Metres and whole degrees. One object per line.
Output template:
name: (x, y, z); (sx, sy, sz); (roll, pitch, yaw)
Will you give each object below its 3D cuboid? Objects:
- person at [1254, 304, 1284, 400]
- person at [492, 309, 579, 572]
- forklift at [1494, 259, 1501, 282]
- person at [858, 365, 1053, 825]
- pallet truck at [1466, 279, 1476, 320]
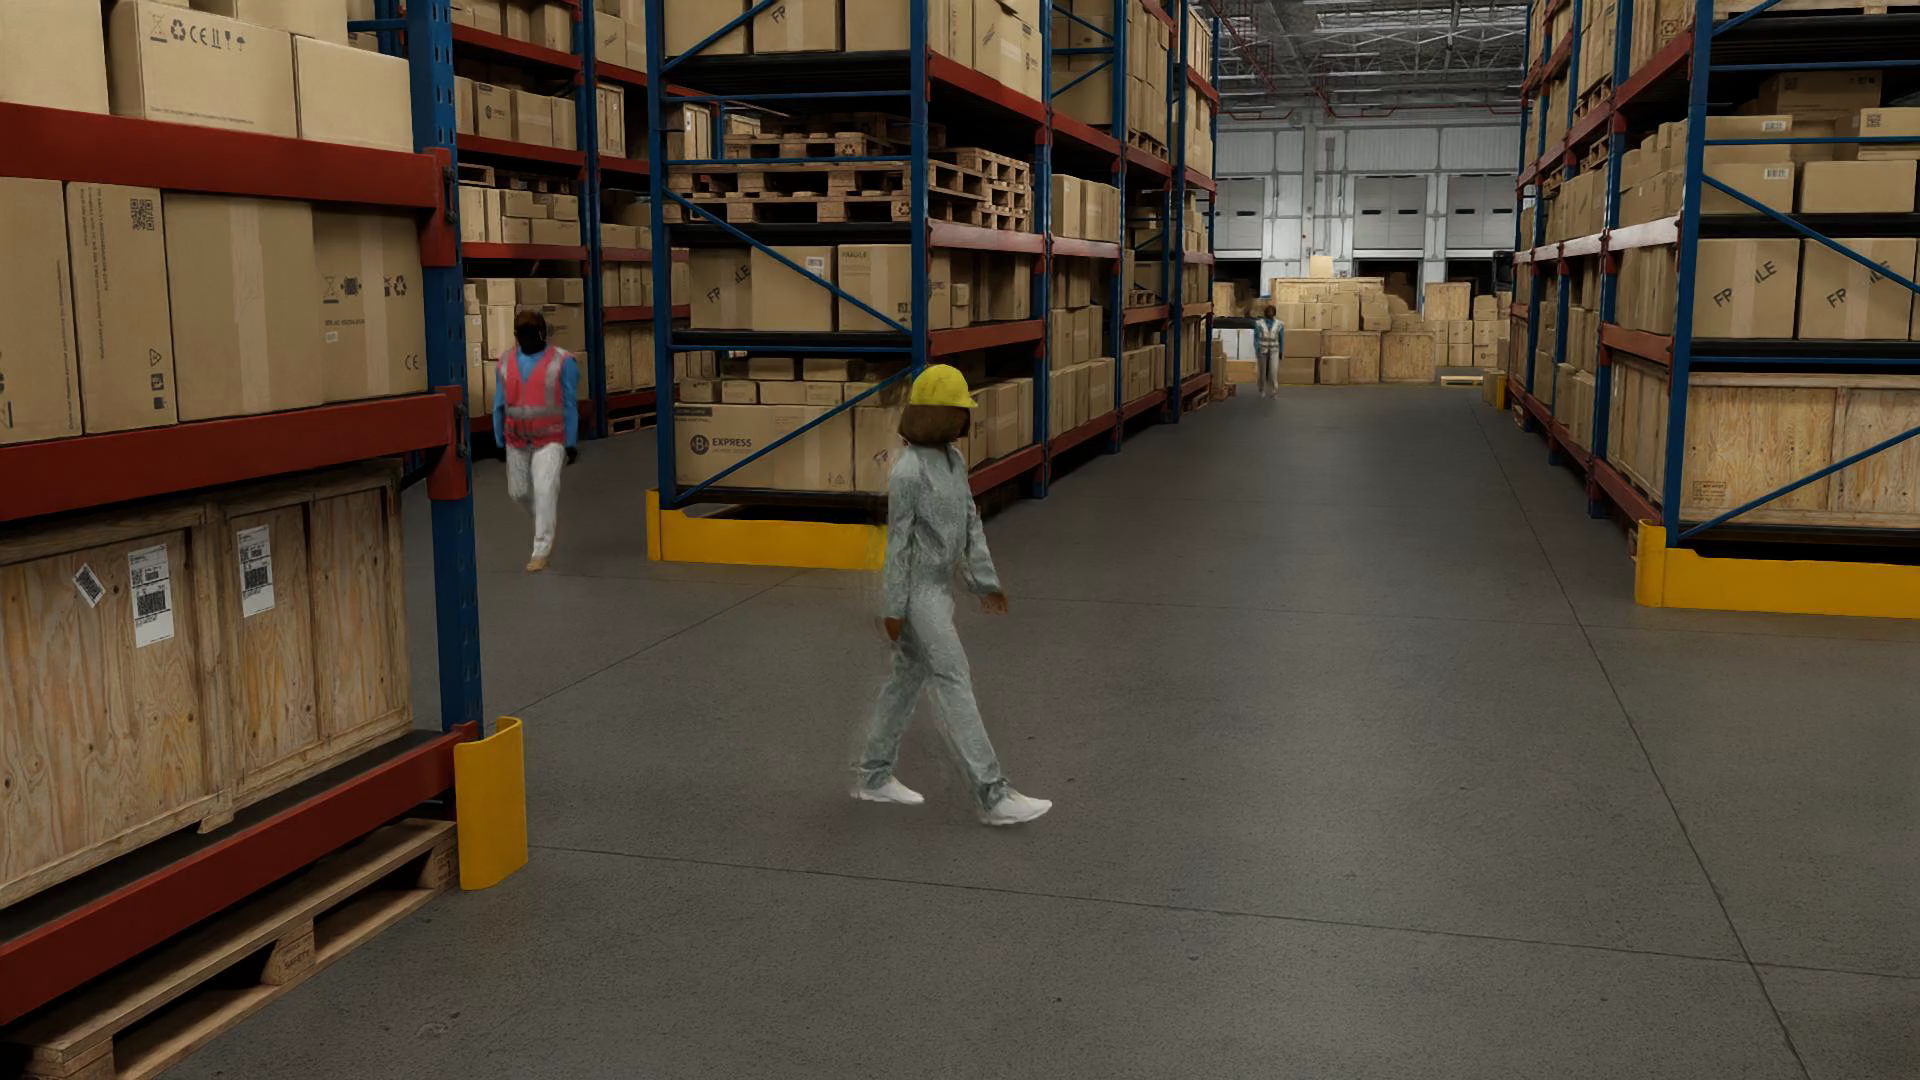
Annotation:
person: (5.195, -3.178, 28.016); (0.504, 1.603, 0.836); (1, 9, 7)
person: (-2.961, -0.716, 11.699); (0.646, 1.816, 0.723); (2, 9, 12)
forklift: (16.034, -7.060, 48.626); (1.129, 2.768, 1.873); (1, 9, 9)
person: (-0.029, 0.208, 6.181); (0.874, 1.701, 0.500); (3, 9, 19)
pallet truck: (18.896, -8.459, 60.307); (1.885, 1.965, 0.823); (5, 10, 31)
